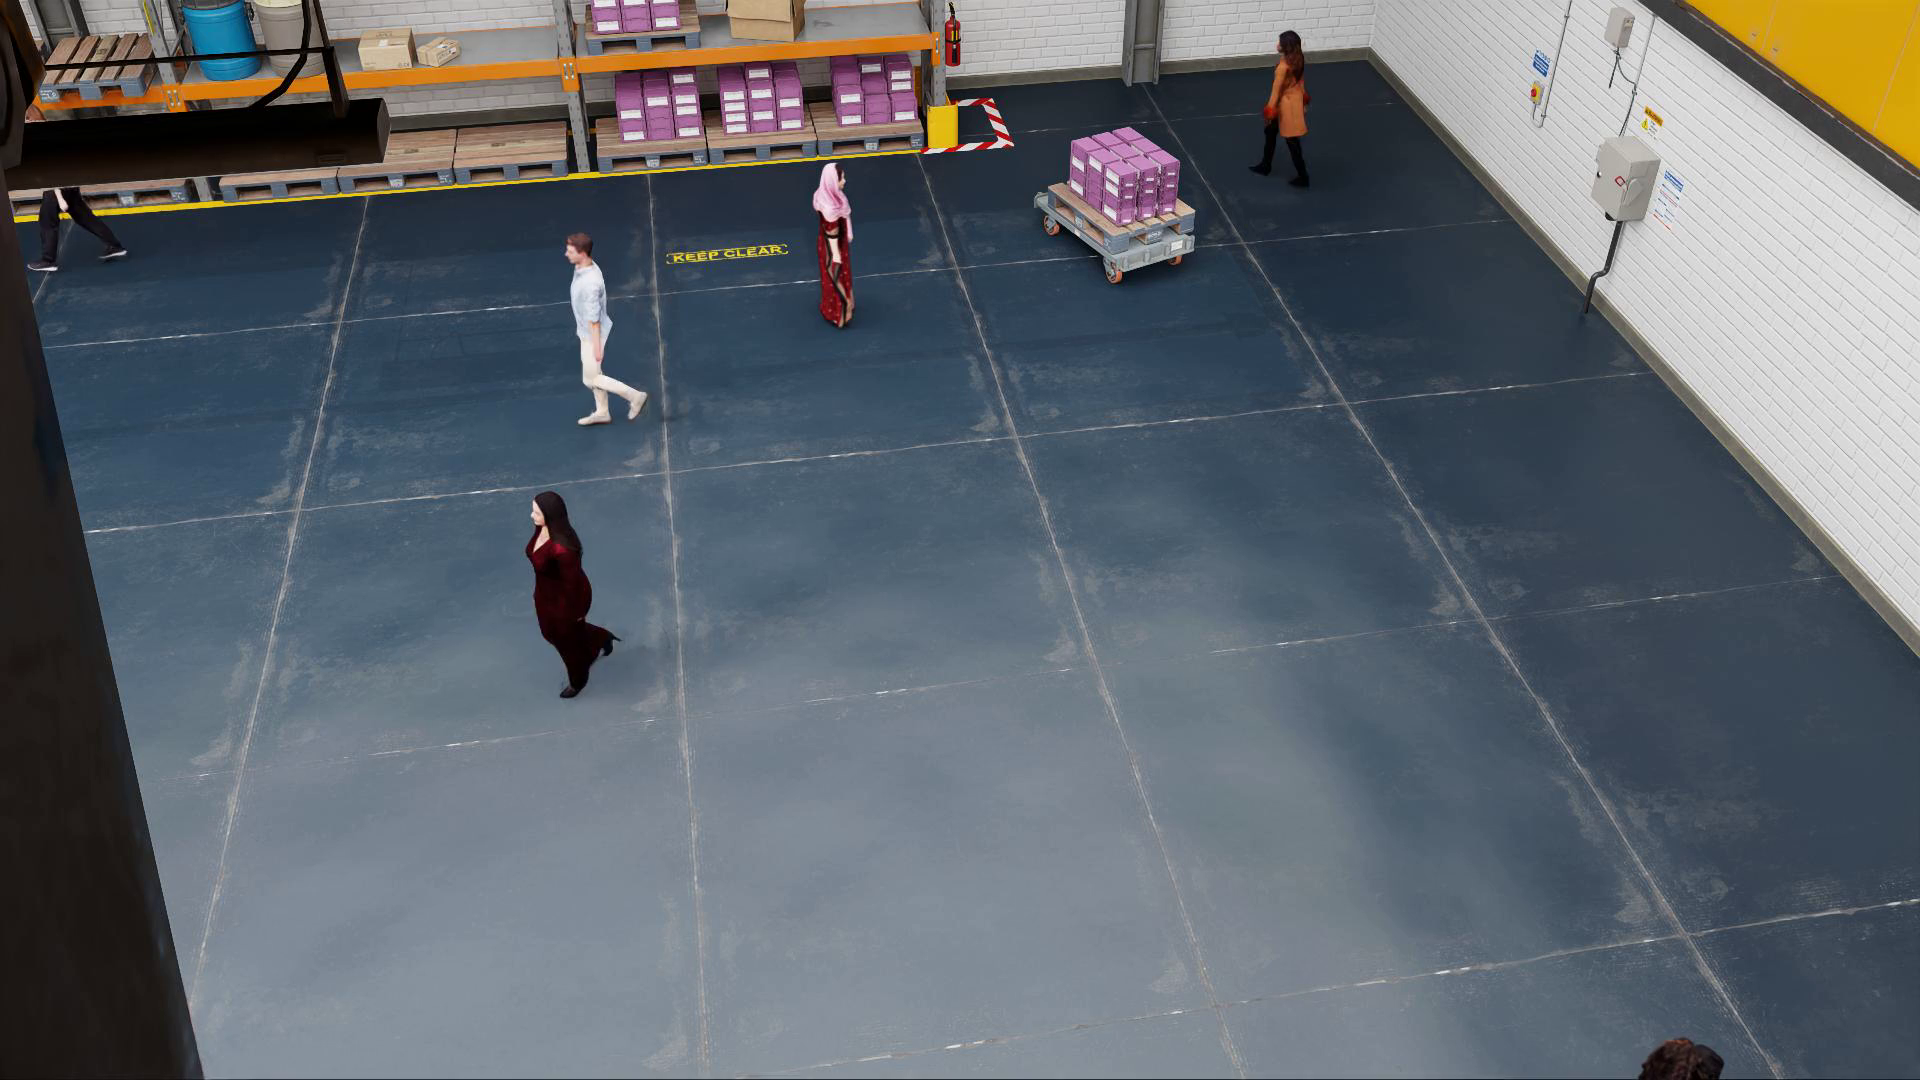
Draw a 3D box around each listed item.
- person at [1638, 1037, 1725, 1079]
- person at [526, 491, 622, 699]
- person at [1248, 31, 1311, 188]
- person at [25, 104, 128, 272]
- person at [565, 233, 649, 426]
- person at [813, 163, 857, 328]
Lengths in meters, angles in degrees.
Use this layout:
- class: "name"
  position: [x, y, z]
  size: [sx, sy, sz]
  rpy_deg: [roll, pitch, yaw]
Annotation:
- class: "person"
  position: [3.448, 3.021, 8.227]
  size: [0.595, 1.625, 0.636]
  rpy_deg: [-12, 40, -15]
- class: "person"
  position: [-2.652, 0.347, 11.480]
  size: [0.881, 1.745, 0.804]
  rpy_deg: [-19, 42, -22]
- class: "person"
  position: [3.556, -4.539, 17.641]
  size: [1.102, 1.690, 1.016]
  rpy_deg: [24, 44, 27]
- class: "person"
  position: [-8.712, -3.444, 16.265]
  size: [1.123, 1.697, 0.639]
  rpy_deg: [-9, 40, -12]
- class: "person"
  position: [-3.008, -1.755, 14.039]
  size: [0.868, 1.834, 0.679]
  rpy_deg: [-9, 40, -11]
- class: "person"
  position: [-1.183, -2.755, 15.455]
  size: [0.657, 1.631, 0.711]
  rpy_deg: [1, 39, 1]
